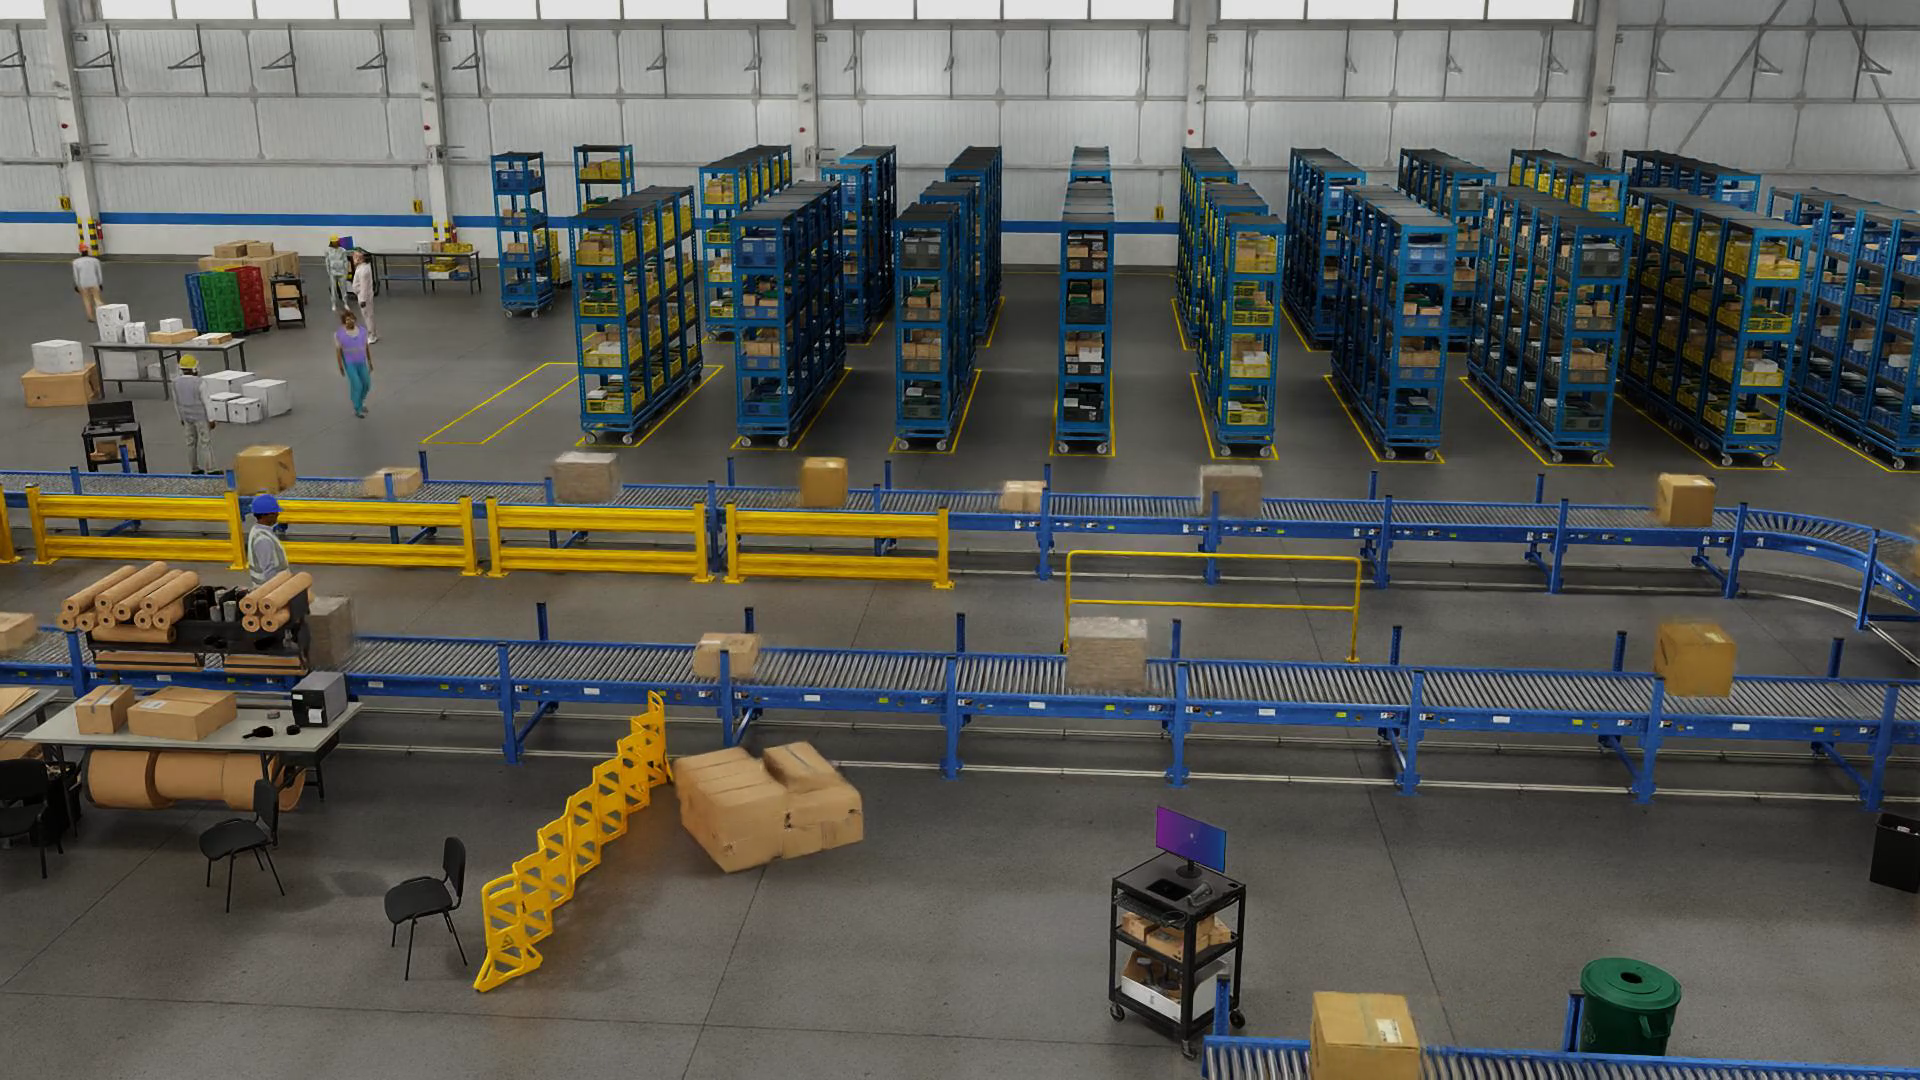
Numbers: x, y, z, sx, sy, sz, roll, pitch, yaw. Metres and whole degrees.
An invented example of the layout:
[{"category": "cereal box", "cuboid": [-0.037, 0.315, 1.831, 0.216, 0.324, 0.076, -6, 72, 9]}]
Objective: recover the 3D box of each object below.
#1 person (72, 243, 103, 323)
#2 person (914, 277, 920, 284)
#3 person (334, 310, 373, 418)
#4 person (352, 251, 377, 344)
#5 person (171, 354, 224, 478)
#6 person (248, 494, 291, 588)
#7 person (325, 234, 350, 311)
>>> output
[{"category": "person", "cuboid": [-19.245, -5.670, 36.712, 0.571, 1.736, 0.389, -14, 23, -38]}, {"category": "person", "cuboid": [-0.686, -4.889, 34.171, 0.597, 1.793, 0.881, -1, 18, -4]}, {"category": "person", "cuboid": [-10.164, -2.962, 27.964, 0.588, 1.825, 0.447, -16, 24, -42]}, {"category": "person", "cuboid": [-12.310, -5.006, 34.327, 0.402, 1.904, 0.652, -3, 18, -11]}, {"category": "person", "cuboid": [-11.142, -1.805, 24.282, 0.590, 1.837, 0.404, 4, 18, 12]}, {"category": "person", "cuboid": [-6.970, 0.472, 16.874, 0.393, 1.946, 0.617, -8, 19, -25]}, {"category": "person", "cuboid": [-14.304, -6.151, 38.223, 0.483, 1.745, 0.305, -8, 19, -23]}]
